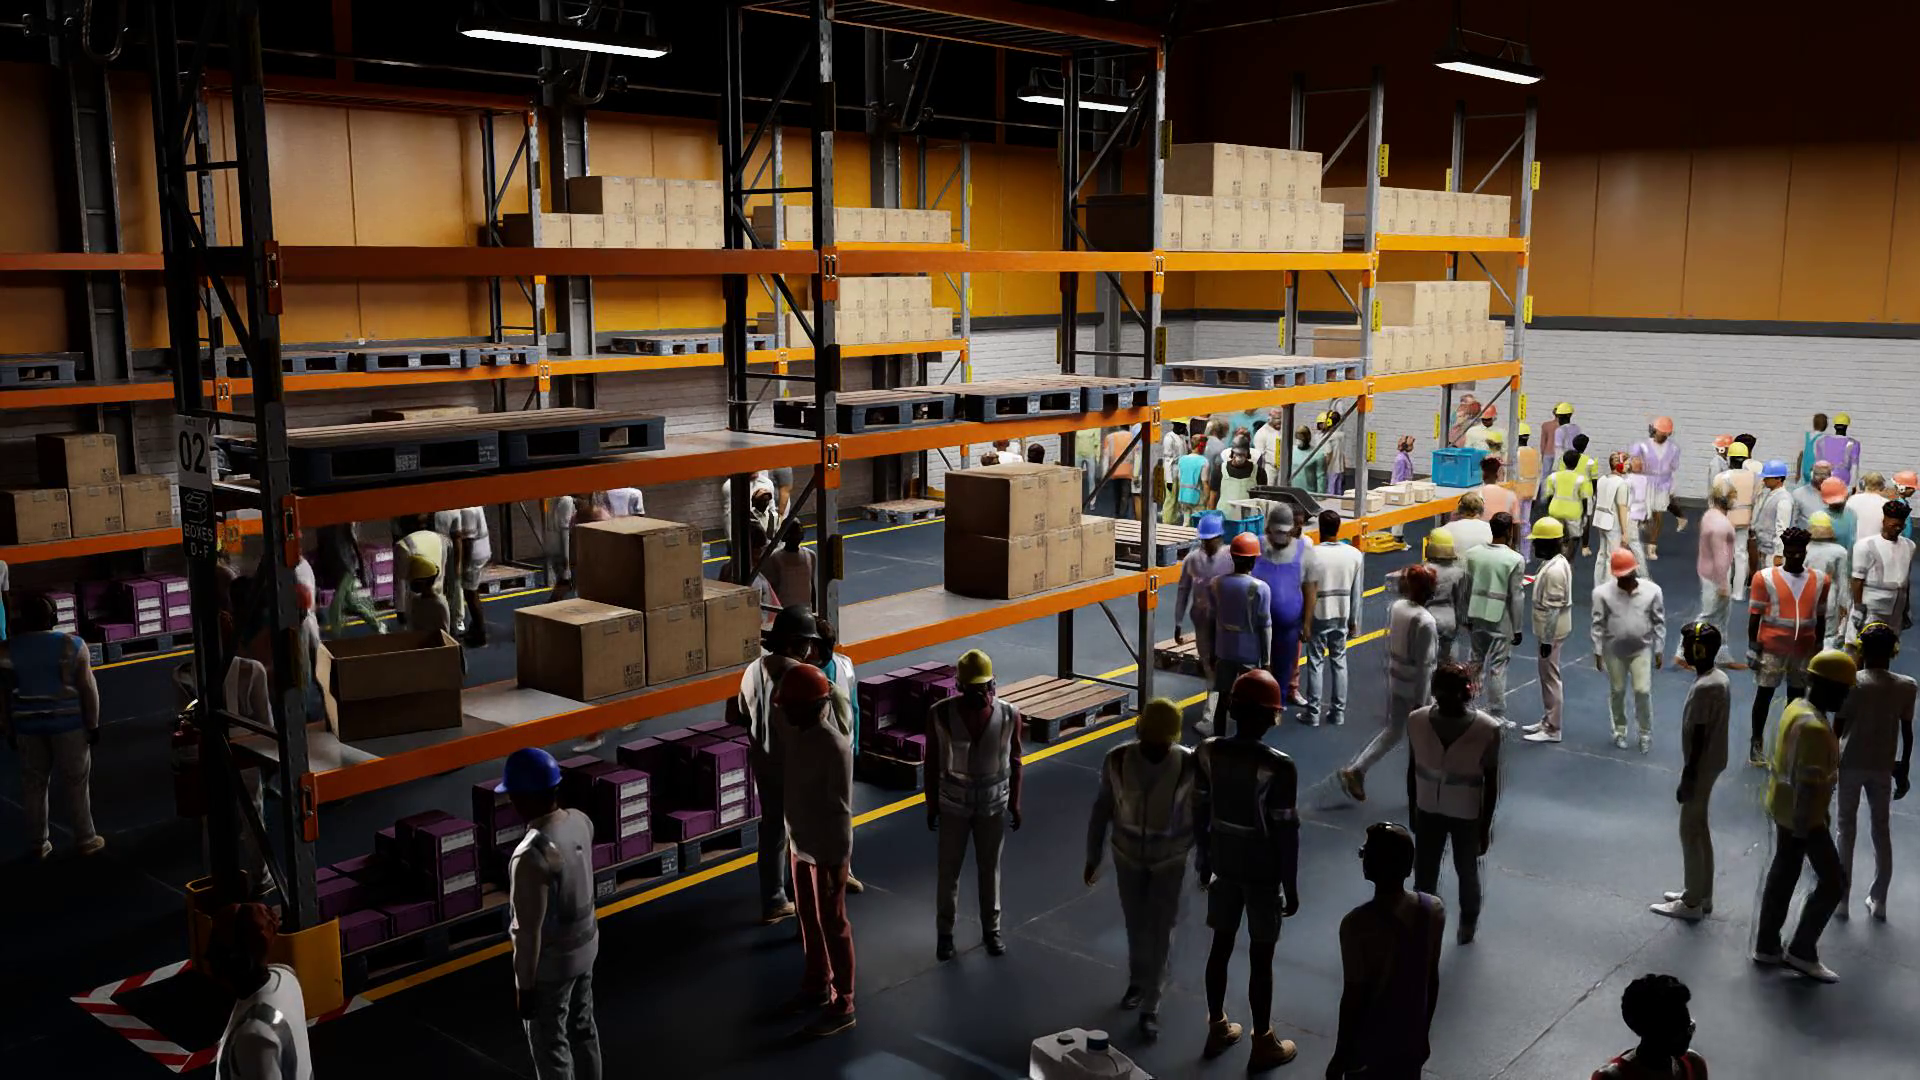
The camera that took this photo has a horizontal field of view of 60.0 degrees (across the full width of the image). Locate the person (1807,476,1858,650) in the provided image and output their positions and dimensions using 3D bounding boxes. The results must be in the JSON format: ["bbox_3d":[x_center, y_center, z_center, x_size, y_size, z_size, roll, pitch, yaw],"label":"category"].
[{"bbox_3d":[8.605,0.340,16.425,0.651,1.986,0.448,-5,11,-28],"label":"person"}]

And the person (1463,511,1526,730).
[{"bbox_3d":[4.639,0.702,14.504,0.395,1.910,0.586,-7,12,-35],"label":"person"}]

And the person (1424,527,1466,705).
[{"bbox_3d":[4.212,0.744,14.759,0.492,1.731,0.373,-2,10,-12],"label":"person"}]

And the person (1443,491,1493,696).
[{"bbox_3d":[4.772,0.500,15.650,0.634,1.931,0.359,3,10,16],"label":"person"}]

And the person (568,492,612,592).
[{"bbox_3d":[-3.644,0.347,16.705,0.652,1.886,0.752,8,12,39],"label":"person"}]

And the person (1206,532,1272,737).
[{"bbox_3d":[2.236,0.895,13.249,0.551,1.934,0.372,7,12,36],"label":"person"}]

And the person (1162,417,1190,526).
[{"bbox_3d":[3.153,-0.939,24.261,0.397,1.920,0.586,5,11,28],"label":"person"}]

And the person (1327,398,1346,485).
[{"bbox_3d":[6.812,-1.957,30.312,0.383,1.933,0.552,-2,10,-11],"label":"person"}]

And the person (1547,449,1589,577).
[{"bbox_3d":[7.769,-0.327,21.304,0.559,1.676,0.356,7,12,36],"label":"person"}]

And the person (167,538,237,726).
[{"bbox_3d":[-6.547,0.773,14.646,0.533,1.704,0.918,5,11,26],"label":"person"}]

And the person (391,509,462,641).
[{"bbox_3d":[-5.440,0.216,16.997,0.681,2.000,0.535,-3,10,-19],"label":"person"}]

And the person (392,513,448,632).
[{"bbox_3d":[-4.959,0.592,15.452,0.612,1.812,0.643,5,11,27],"label":"person"}]

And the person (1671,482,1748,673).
[{"bbox_3d":[7.476,0.373,16.462,0.620,1.941,0.652,3,10,19],"label":"person"}]

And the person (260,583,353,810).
[{"bbox_3d":[-4.966,1.158,12.406,0.867,1.691,0.550,1,10,4],"label":"person"}]

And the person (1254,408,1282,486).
[{"bbox_3d":[4.701,-1.036,24.911,0.657,1.895,0.399,-6,11,-33],"label":"person"}]

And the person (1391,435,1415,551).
[{"bbox_3d":[6.234,-0.662,23.462,0.320,1.631,0.523,3,10,18],"label":"person"}]

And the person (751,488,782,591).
[{"bbox_3d":[-2.162,0.245,18.050,0.514,1.634,0.310,-6,12,-34],"label":"person"}]

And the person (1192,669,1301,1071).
[{"bbox_3d":[1.464,1.655,8.422,0.605,2.036,0.383,9,13,42],"label":"person"}]

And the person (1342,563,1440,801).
[{"bbox_3d":[3.273,1.087,12.328,0.781,1.865,0.573,-3,10,-17],"label":"person"}]

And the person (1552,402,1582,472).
[{"bbox_3d":[9.228,-1.139,25.426,0.594,1.924,0.382,-8,12,-38],"label":"person"}]

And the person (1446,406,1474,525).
[{"bbox_3d":[7.689,-1.112,25.388,0.765,1.883,0.640,-3,10,-17],"label":"person"}]

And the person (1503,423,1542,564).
[{"bbox_3d":[7.512,-0.611,22.329,0.591,1.912,0.397,-4,10,-24],"label":"person"}]

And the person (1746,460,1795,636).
[{"bbox_3d":[8.819,0.090,18.060,0.417,1.939,0.609,2,10,14],"label":"person"}]

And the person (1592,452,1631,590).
[{"bbox_3d":[7.661,-0.116,19.555,0.389,1.848,0.563,-1,10,-7],"label":"person"}]

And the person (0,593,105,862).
[{"bbox_3d":[-6.178,1.268,11.307,0.627,1.844,0.429,-2,10,-14],"label":"person"}]

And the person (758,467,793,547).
[{"bbox_3d":[-2.381,-0.380,20.552,0.538,2.000,0.684,-7,12,-34],"label":"person"}]

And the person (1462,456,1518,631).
[{"bbox_3d":[5.914,0.039,18.426,0.764,1.929,0.511,-1,10,-3],"label":"person"}]

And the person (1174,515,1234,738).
[{"bbox_3d":[2.133,0.734,14.310,0.624,1.901,0.947,6,11,33],"label":"person"}]

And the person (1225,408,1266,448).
[{"bbox_3d":[4.647,-1.414,27.043,0.636,1.948,1.021,6,11,31],"label":"person"}]

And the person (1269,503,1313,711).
[{"bbox_3d":[2.962,0.599,15.121,0.598,1.908,0.410,-6,11,-32],"label":"person"}]

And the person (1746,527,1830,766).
[{"bbox_3d":[6.654,0.858,13.383,0.616,1.964,0.361,1,10,6],"label":"person"}]

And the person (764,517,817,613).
[{"bbox_3d":[-1.477,0.699,14.691,0.516,1.844,0.332,-6,11,-32],"label":"person"}]

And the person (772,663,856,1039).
[{"bbox_3d":[-0.779,1.619,8.793,0.408,1.986,0.618,-6,11,-33],"label":"person"}]

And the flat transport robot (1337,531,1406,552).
[{"bbox_3d":[5.573,-0.034,23.761,1.431,0.197,0.652,9,13,44],"label":"flat transport robot"}]

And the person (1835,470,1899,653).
[{"bbox_3d":[9.430,0.222,17.391,0.653,1.893,0.689,6,11,31],"label":"person"}]

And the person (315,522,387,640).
[{"bbox_3d":[-6.354,0.302,17.237,0.535,1.809,0.950,5,11,29],"label":"person"}]

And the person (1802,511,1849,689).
[{"bbox_3d":[8.076,0.598,15.677,0.536,1.706,0.586,6,11,33],"label":"person"}]

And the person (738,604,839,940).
[{"bbox_3d":[-0.984,1.375,10.078,0.536,2.000,0.676,-9,13,-42],"label":"person"}]

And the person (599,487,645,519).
[{"bbox_3d":[-4.005,-0.074,19.746,0.540,1.696,0.317,0,10,-1],"label":"person"}]

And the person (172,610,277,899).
[{"bbox_3d":[-4.648,1.373,10.563,0.574,1.882,0.356,-2,10,-12],"label":"person"}]

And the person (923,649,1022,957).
[{"bbox_3d":[0.078,1.533,9.749,0.587,1.835,0.404,-1,10,-6],"label":"person"}]

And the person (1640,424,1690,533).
[{"bbox_3d":[10.550,-0.928,24.941,0.751,1.666,0.534,2,10,14],"label":"person"}]

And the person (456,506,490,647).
[{"bbox_3d":[-5.190,0.174,17.597,0.412,1.931,0.707,-2,10,-10],"label":"person"}]
